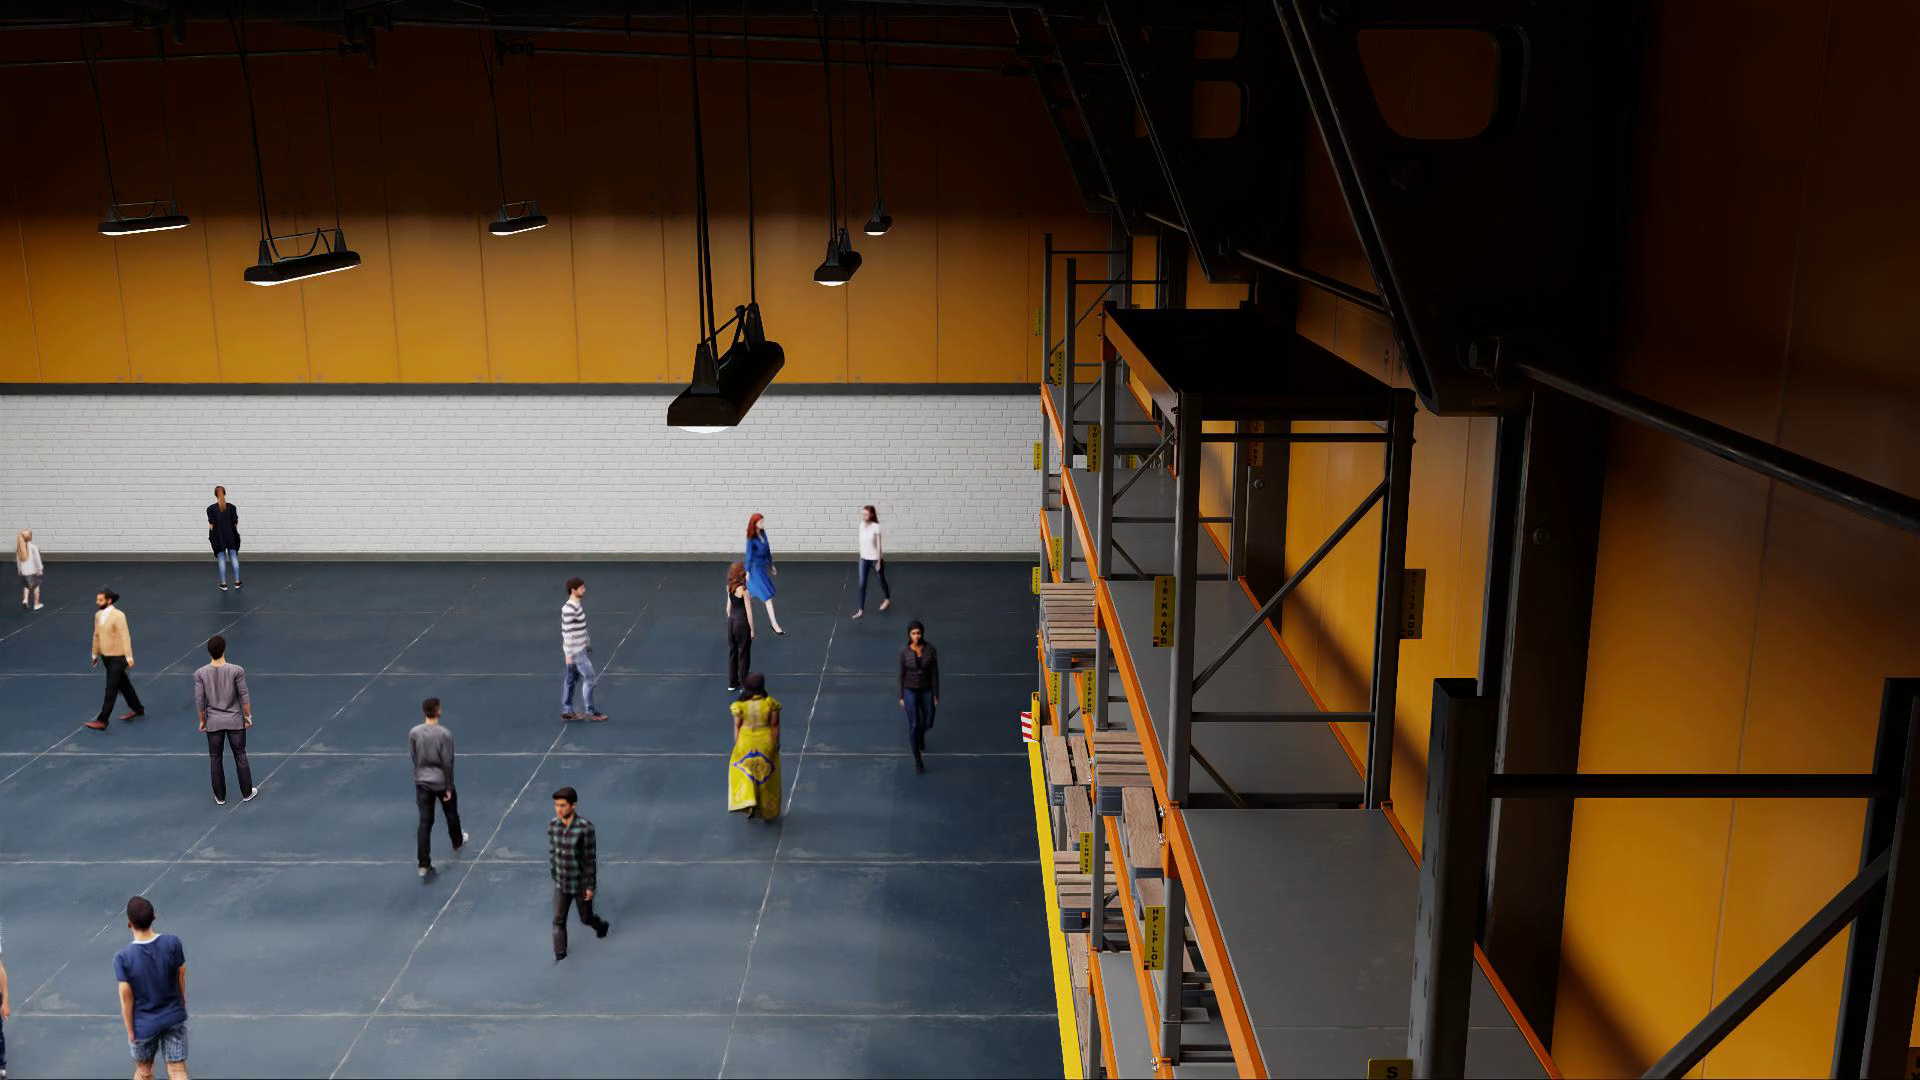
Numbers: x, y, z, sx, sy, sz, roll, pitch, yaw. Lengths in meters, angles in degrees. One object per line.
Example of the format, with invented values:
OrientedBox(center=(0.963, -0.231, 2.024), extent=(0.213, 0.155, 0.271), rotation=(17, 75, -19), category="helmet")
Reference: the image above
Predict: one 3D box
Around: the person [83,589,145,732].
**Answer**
OrientedBox(center=(-10.295, 1.439, 20.406), extent=(1.050, 1.711, 1.213), rotation=(8, 16, 30), category="person")

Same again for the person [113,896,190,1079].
OrientedBox(center=(-5.677, 3.469, 11.842), extent=(1.059, 1.795, 1.207), rotation=(-10, 17, -35), category="person")

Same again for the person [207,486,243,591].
OrientedBox(center=(-11.757, -0.047, 26.599), extent=(0.714, 1.684, 0.717), rotation=(-7, 15, -27), category="person")

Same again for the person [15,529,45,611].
OrientedBox(center=(-14.221, 0.468, 25.362), extent=(0.511, 1.266, 0.600), rotation=(0, 14, -1), category="person")

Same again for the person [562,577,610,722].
OrientedBox(center=(-4.823, 1.362, 20.465), extent=(0.769, 1.832, 0.772), rotation=(-1, 14, -4), category="person")

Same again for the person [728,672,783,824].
OrientedBox(center=(-2.128, 2.202, 17.392), extent=(0.835, 1.645, 0.920), rotation=(-2, 14, -10), category="person")

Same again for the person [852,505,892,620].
OrientedBox(center=(-1.275, 0.318, 25.092), extent=(0.978, 1.684, 1.248), rotation=(8, 16, 29), category="person")

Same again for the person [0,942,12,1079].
OrientedBox(center=(-7.370, 3.438, 12.541), extent=(0.797, 1.527, 1.078), rotation=(-5, 15, -21), category="person")

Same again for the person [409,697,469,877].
OrientedBox(center=(-5.184, 2.436, 16.275), extent=(0.624, 1.716, 1.135), rotation=(0, 14, 2), category="person")

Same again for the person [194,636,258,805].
OrientedBox(center=(-7.978, 1.942, 18.032), extent=(0.734, 1.851, 0.638), rotation=(-4, 14, -17), category="person")

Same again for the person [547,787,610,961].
OrientedBox(center=(-3.399, 2.982, 14.738), extent=(0.843, 1.689, 1.086), rotation=(4, 14, 15), category="person")

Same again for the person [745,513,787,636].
OrientedBox(center=(-3.009, 0.501, 24.135), extent=(0.958, 1.779, 1.164), rotation=(5, 15, 21), category="person")

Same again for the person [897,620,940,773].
OrientedBox(center=(-0.479, 1.753, 19.056), extent=(0.687, 1.736, 0.905), rotation=(-2, 14, -7), category="person")

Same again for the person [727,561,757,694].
OrientedBox(center=(-2.886, 1.119, 21.650), extent=(0.661, 1.747, 0.700), rotation=(10, 17, 36), category="person")
